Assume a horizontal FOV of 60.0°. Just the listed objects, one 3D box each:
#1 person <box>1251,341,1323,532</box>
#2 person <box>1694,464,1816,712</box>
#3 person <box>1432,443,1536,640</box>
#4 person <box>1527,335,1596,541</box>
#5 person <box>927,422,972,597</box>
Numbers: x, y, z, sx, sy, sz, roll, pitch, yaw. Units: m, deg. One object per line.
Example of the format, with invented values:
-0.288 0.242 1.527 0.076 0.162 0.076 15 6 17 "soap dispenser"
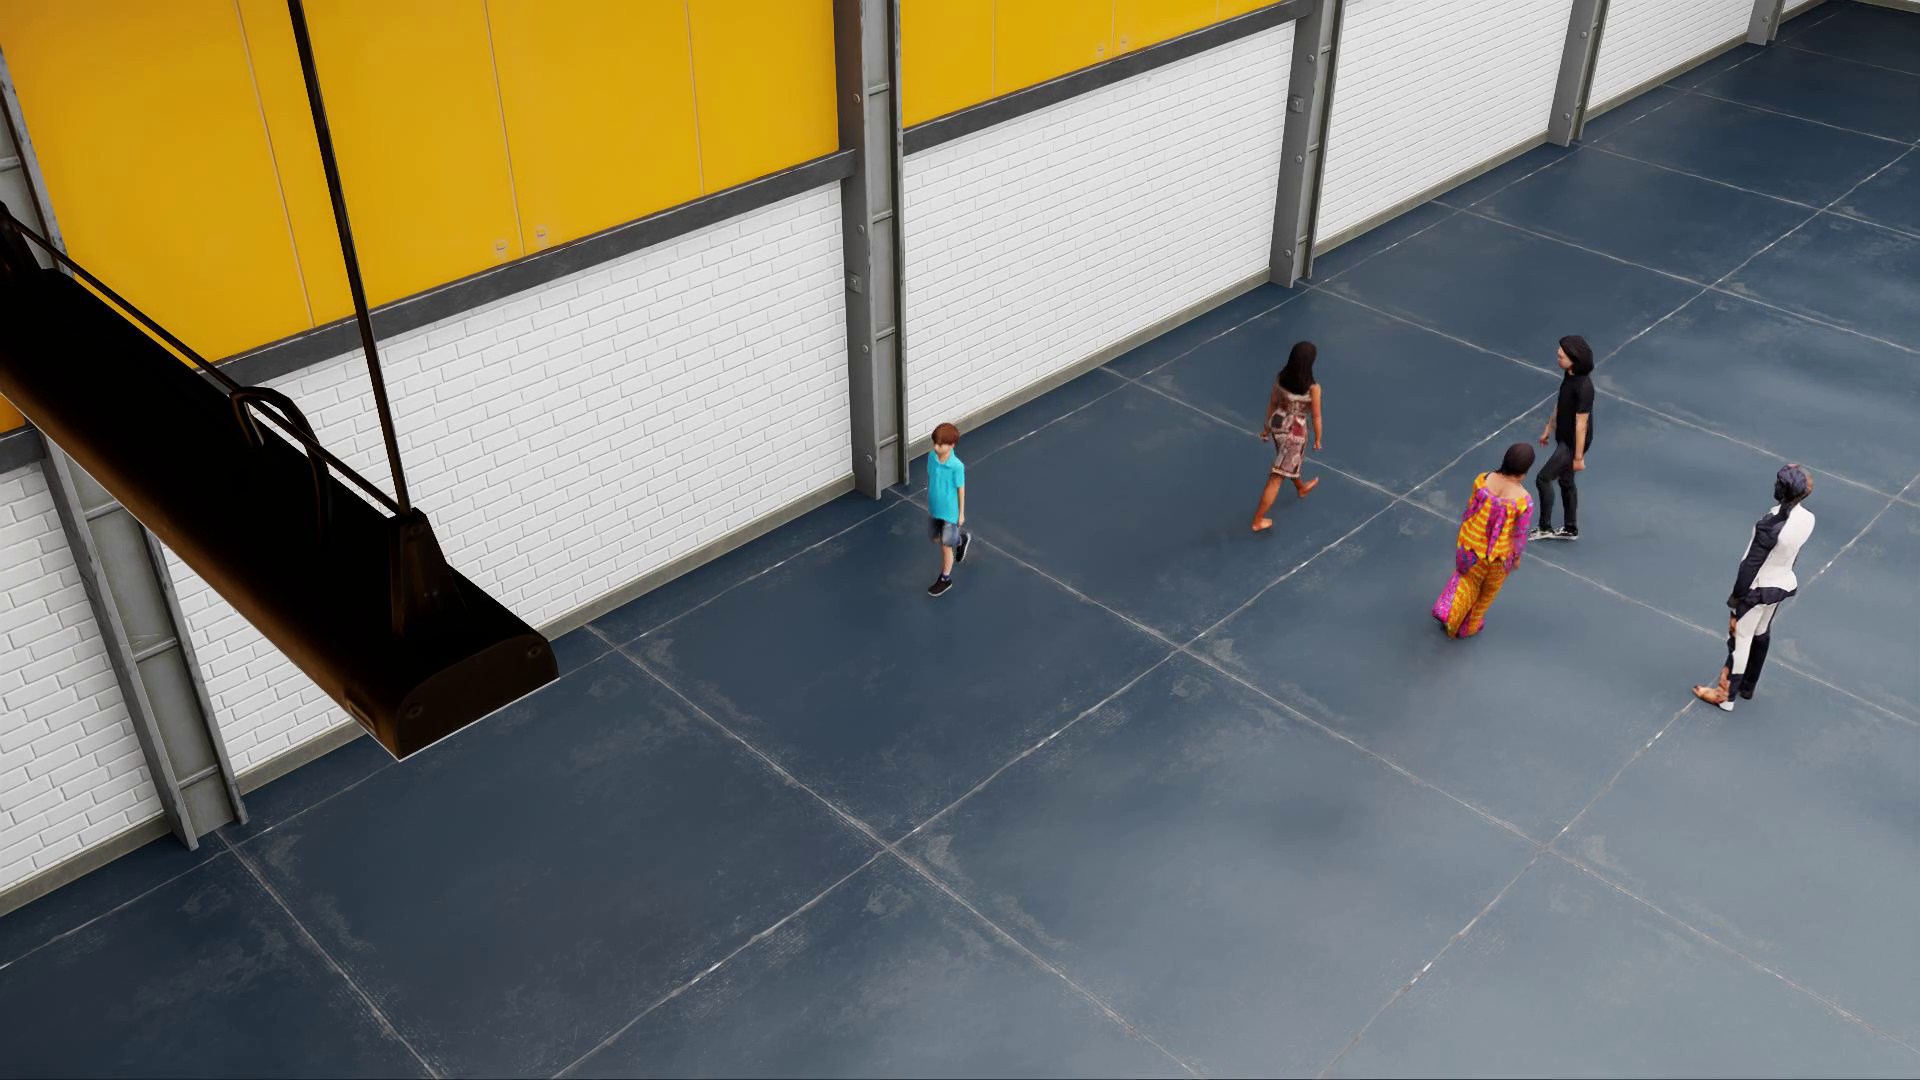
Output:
2.610 -0.809 13.494 1.135 1.596 0.668 -27 42 -34 "person"
5.552 0.336 11.505 0.601 1.892 0.782 -19 38 -27 "person"
3.831 0.048 12.157 0.793 1.650 0.721 -28 43 -35 "person"
4.970 -0.787 13.281 0.892 1.797 0.827 3 34 5 "person"
-0.069 -0.286 12.852 0.546 1.437 0.814 26 41 33 "person"
